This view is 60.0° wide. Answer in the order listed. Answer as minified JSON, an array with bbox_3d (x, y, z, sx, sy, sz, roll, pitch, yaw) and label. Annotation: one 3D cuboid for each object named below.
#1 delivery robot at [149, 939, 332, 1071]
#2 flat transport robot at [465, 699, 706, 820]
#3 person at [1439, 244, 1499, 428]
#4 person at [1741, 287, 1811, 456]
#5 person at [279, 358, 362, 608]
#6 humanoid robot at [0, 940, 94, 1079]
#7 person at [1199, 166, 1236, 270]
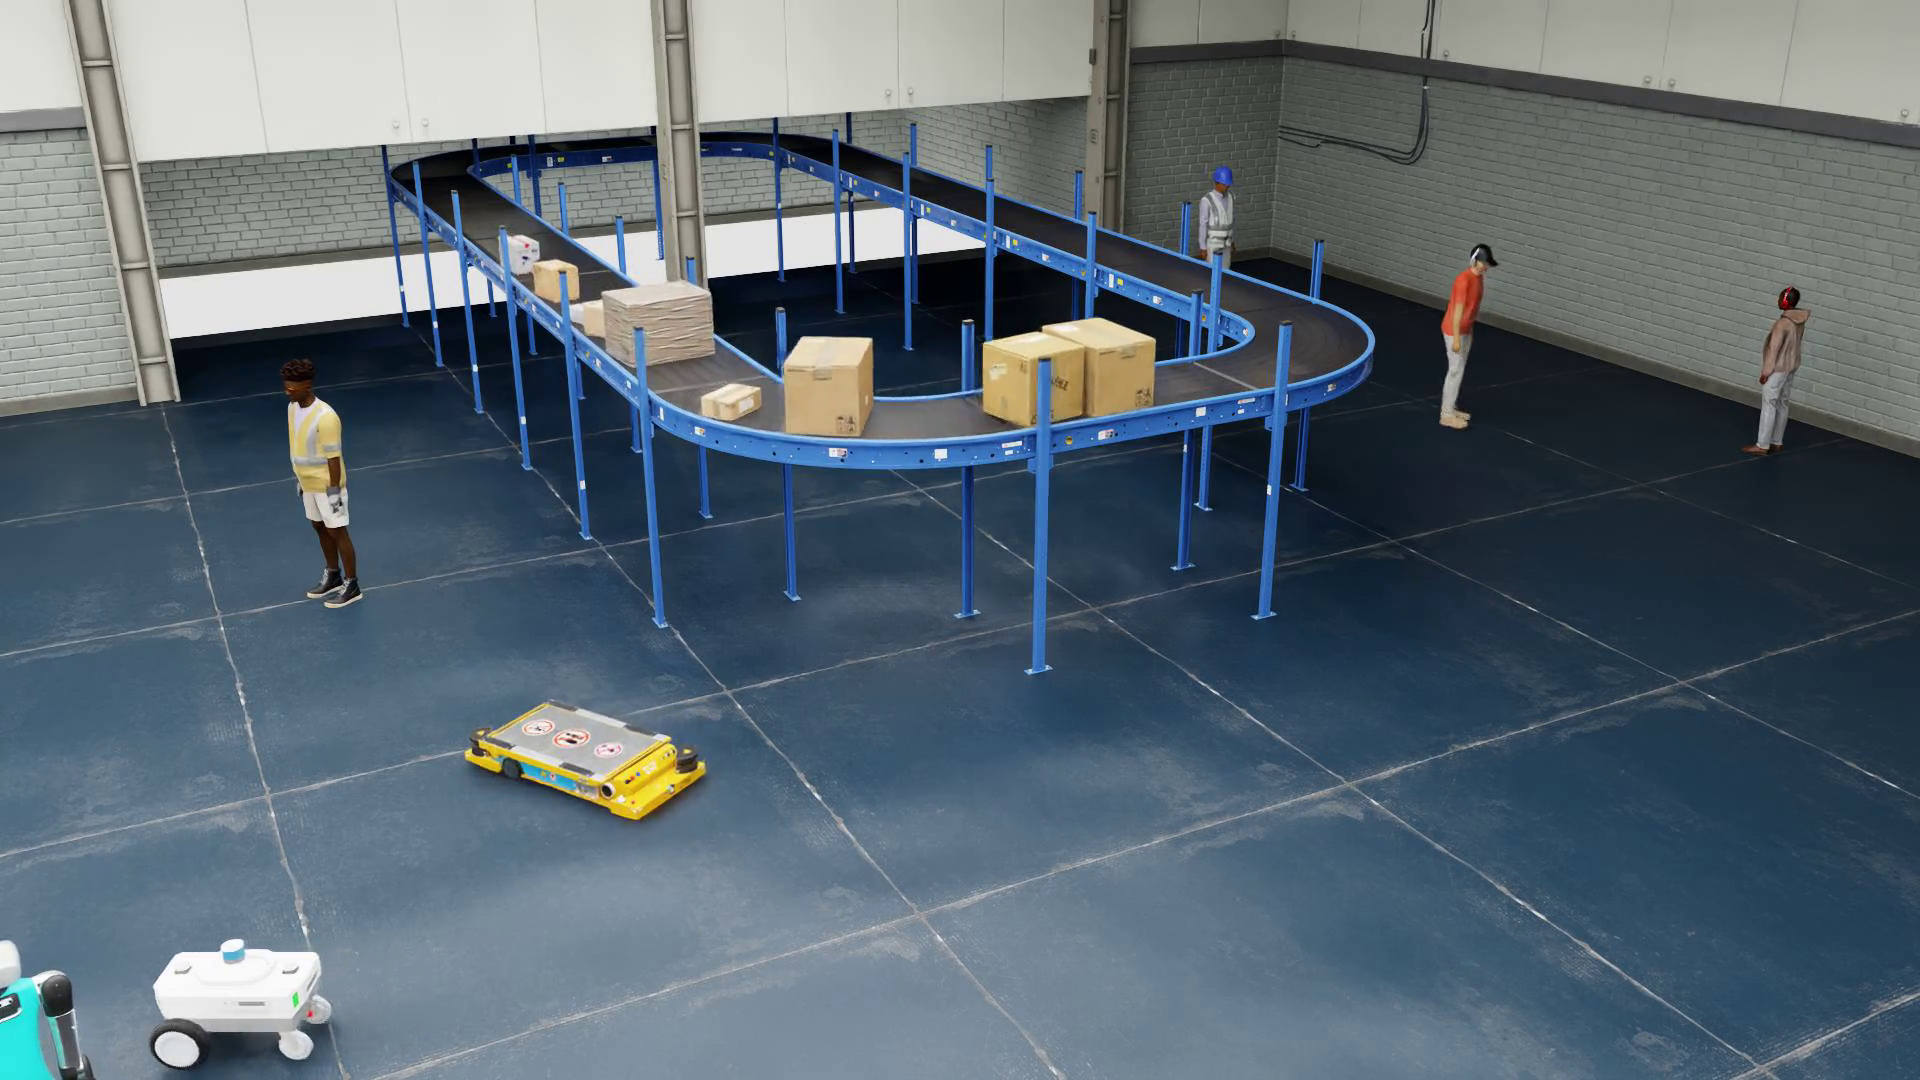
[{"bbox_3d":[-3.477,2.198,8.034,0.766,0.575,0.499,0,22,0],"label":"delivery robot"},{"bbox_3d":[-2.374,1.366,10.499,1.431,0.231,0.659,13,25,28],"label":"flat transport robot"},{"bbox_3d":[5.140,-2.070,16.850,0.495,1.893,0.550,16,27,35],"label":"person"},{"bbox_3d":[7.918,-1.627,16.058,0.464,1.647,0.317,-16,27,-33],"label":"person"},{"bbox_3d":[-4.905,-0.449,12.737,0.602,1.959,0.372,19,29,39],"label":"person"},{"bbox_3d":[-3.333,2.404,6.085,0.547,1.840,0.776,-19,29,-39],"label":"humanoid robot"},{"bbox_3d":[3.228,-3.717,20.853,0.617,1.932,0.416,-18,28,-37],"label":"person"}]
